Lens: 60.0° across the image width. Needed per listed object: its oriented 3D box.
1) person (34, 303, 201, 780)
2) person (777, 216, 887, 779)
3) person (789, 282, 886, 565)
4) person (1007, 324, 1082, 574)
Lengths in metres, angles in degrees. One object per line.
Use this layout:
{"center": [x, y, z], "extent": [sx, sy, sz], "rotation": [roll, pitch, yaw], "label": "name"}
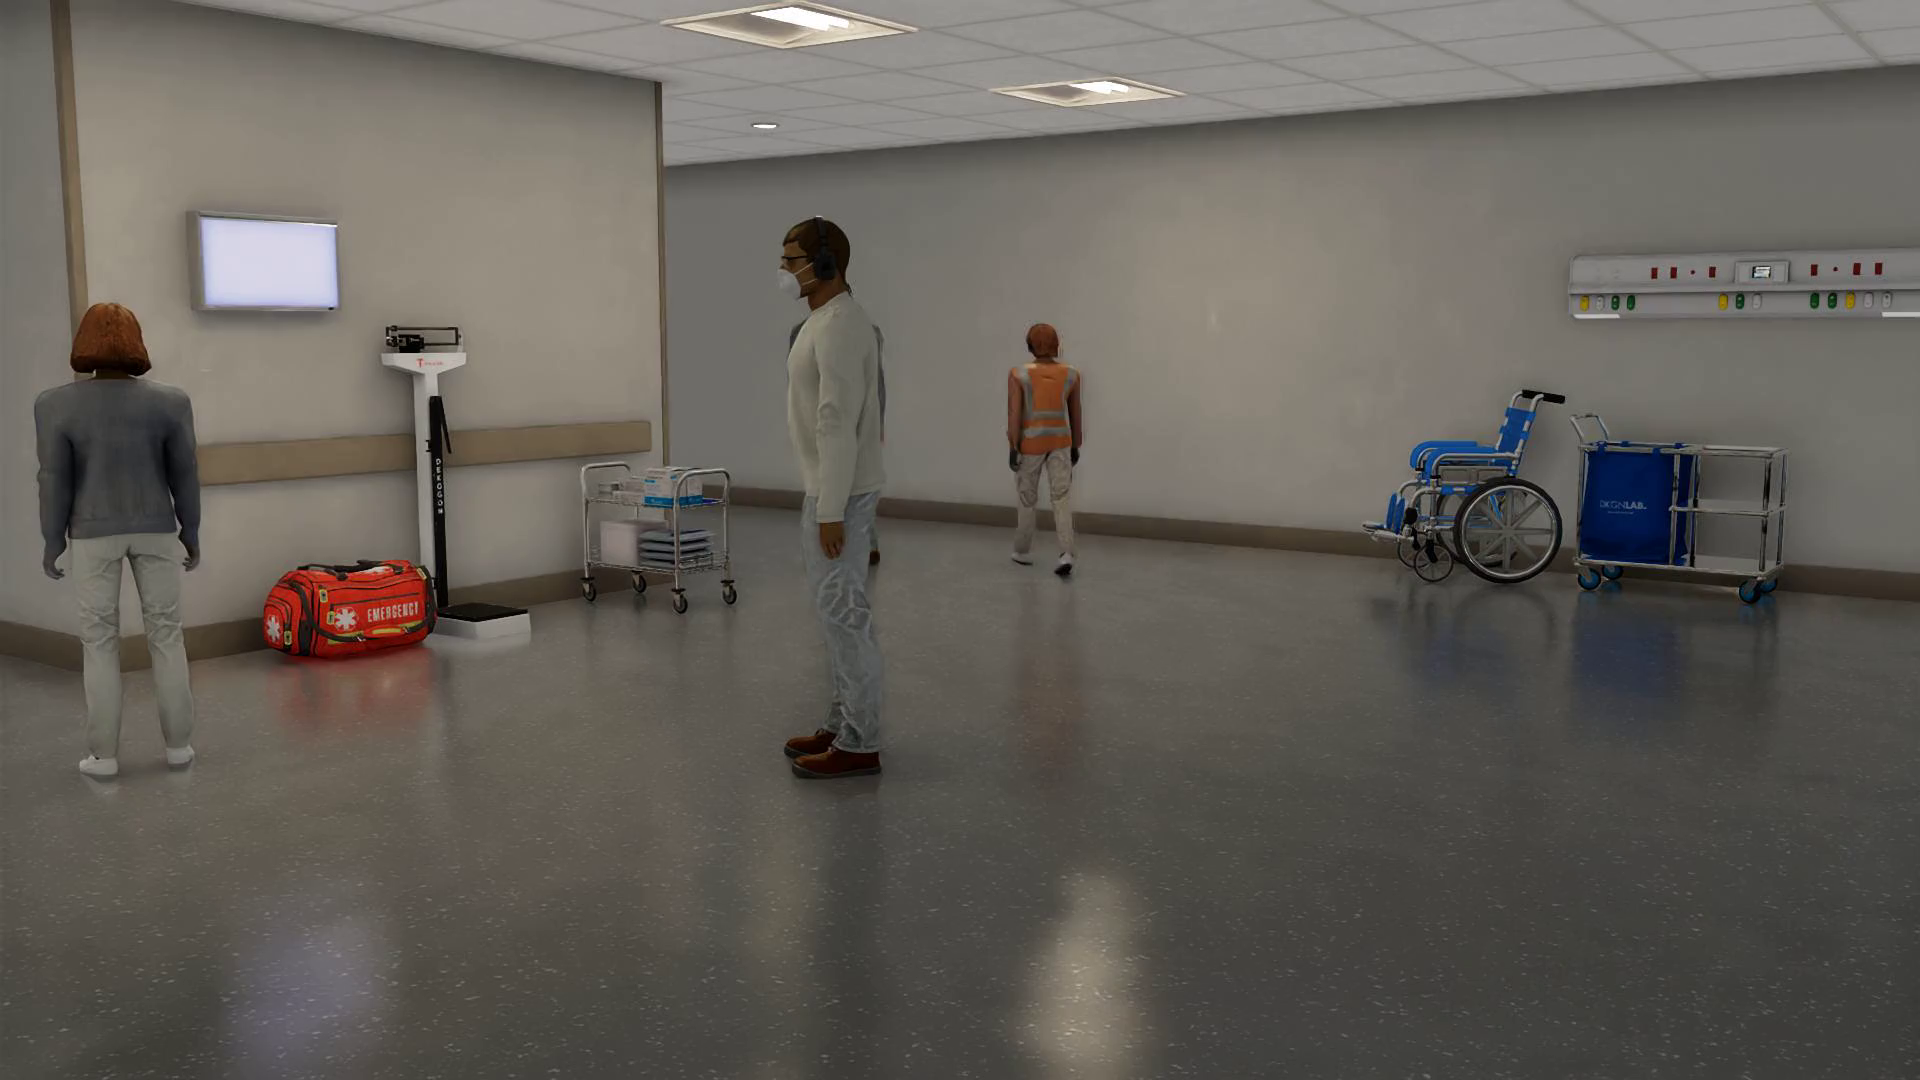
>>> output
{"center": [-2.885, 0.005, 5.735], "extent": [0.507, 1.633, 0.277], "rotation": [-5, 9, -36], "label": "person"}
{"center": [-0.439, -0.143, 5.772], "extent": [0.368, 1.932, 0.622], "rotation": [-1, 7, -6], "label": "person"}
{"center": [-0.768, -0.777, 10.937], "extent": [0.652, 1.920, 0.654], "rotation": [1, 7, 10], "label": "person"}
{"center": [0.554, -0.590, 10.680], "extent": [0.534, 1.593, 0.871], "rotation": [-2, 7, -14], "label": "person"}
